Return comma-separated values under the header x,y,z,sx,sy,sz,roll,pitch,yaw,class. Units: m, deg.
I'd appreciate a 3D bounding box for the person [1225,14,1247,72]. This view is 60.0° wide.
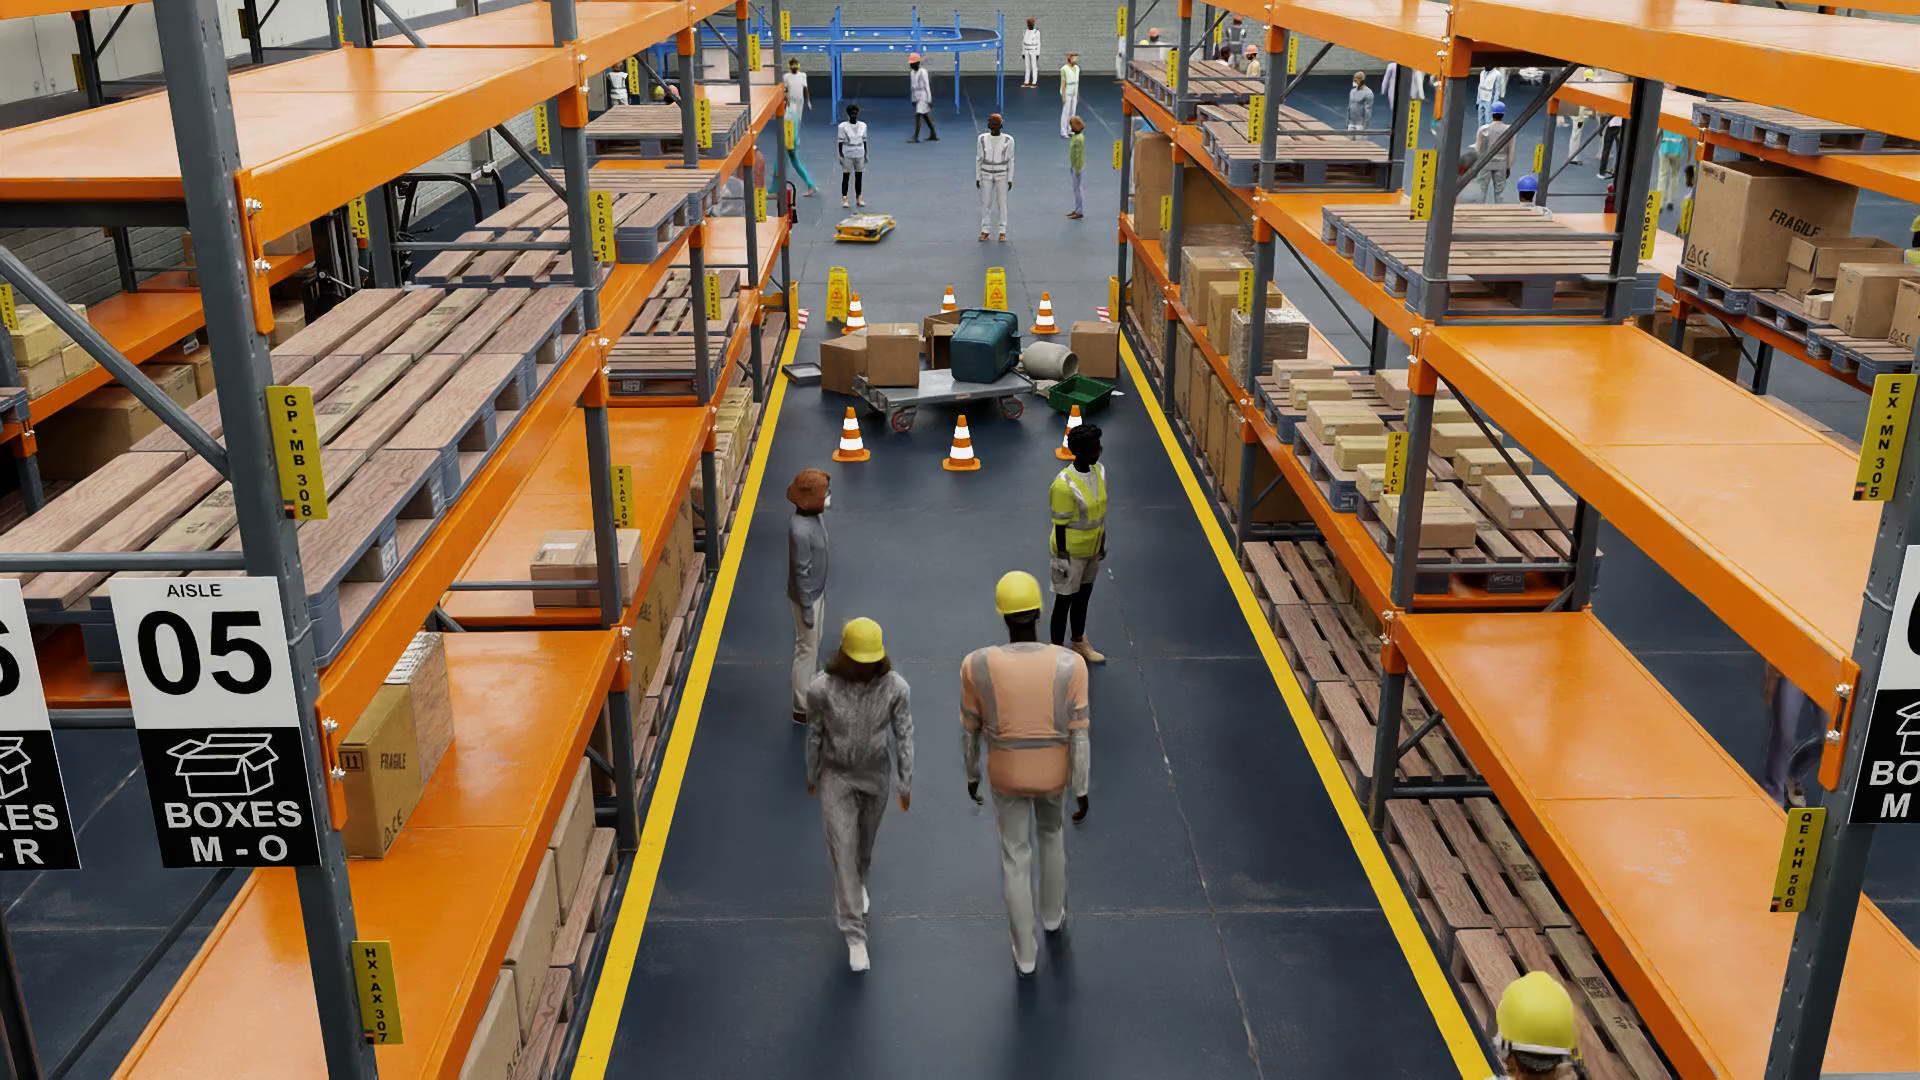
x,y,z,sx,sy,sz,roll,pitch,yaw,class
7.736,-13.768,46.794,0.603,2.003,0.927,4,21,10,person

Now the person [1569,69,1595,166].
x,y,z,sx,sy,sz,roll,pitch,yaw,class
12.103,-8.231,32.407,0.404,1.828,0.592,7,22,18,person

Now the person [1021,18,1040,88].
x,y,z,sx,sy,sz,roll,pitch,yaw,class
1.991,-13.690,46.759,0.575,1.883,0.362,16,26,37,person

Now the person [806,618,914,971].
x,y,z,sx,sy,sz,roll,pitch,yaw,class
-0.460,1.135,7.823,0.495,1.685,0.898,-5,21,-12,person

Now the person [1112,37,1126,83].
x,y,z,sx,sy,sz,roll,pitch,yaw,class
4.678,-14.126,47.919,0.460,1.877,0.595,15,25,35,person

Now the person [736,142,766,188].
x,y,z,sx,sy,sz,roll,pitch,yaw,class
-2.896,-4.696,22.971,0.404,1.899,0.634,-8,22,-21,person

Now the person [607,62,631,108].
x,y,z,sx,sy,sz,roll,pitch,yaw,class
-7.487,-9.703,36.560,0.524,1.639,0.306,1,21,2,person

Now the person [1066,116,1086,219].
x,y,z,sx,sy,sz,roll,pitch,yaw,class
1.877,-5.994,26.780,0.279,1.628,0.505,-2,21,-4,person

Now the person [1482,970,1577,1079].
x,y,z,sx,sy,sz,roll,pitch,yaw,class
1.697,2.131,5.092,0.612,1.779,0.950,1,21,4,person

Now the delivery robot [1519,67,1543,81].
x,y,z,sx,sy,sz,roll,pitch,yaw,class
16.317,-13.328,47.518,0.477,0.478,0.707,-8,22,-21,delivery robot

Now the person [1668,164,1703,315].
x,y,z,sx,sy,sz,roll,pitch,yaw,class
8.897,-3.677,20.353,0.551,1.834,0.722,-13,24,-31,person

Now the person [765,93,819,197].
x,y,z,sx,sy,sz,roll,pitch,yaw,class
-2.937,-6.814,28.725,0.988,1.798,0.495,3,21,7,person

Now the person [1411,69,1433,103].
x,y,z,sx,sy,sz,roll,pitch,yaw,class
11.951,-12.083,42.921,0.509,1.583,0.881,-9,22,-22,person

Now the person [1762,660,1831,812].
x,y,z,sx,sy,sz,roll,pitch,yaw,class
4.517,0.731,8.824,0.539,1.758,0.382,0,21,1,person

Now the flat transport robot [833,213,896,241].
x,y,z,sx,sy,sz,roll,pitch,yaw,class
-1.453,-4.814,25.538,0.652,0.197,1.431,4,21,10,flat transport robot

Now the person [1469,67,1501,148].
x,y,z,sx,sy,sz,roll,pitch,yaw,class
10.981,-9.114,34.618,0.374,1.915,0.596,-8,22,-20,person

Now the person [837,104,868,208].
x,y,z,sx,sy,sz,roll,pitch,yaw,class
-1.786,-6.420,27.799,0.540,1.697,0.317,-9,23,-23,person

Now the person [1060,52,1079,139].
x,y,z,sx,sy,sz,roll,pitch,yaw,class
2.383,-9.702,36.282,0.386,1.839,0.572,17,26,37,person

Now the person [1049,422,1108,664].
x,y,z,sx,sy,sz,roll,pitch,yaw,class
0.761,0.053,10.698,0.319,1.693,0.535,15,25,34,person

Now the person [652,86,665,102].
x,y,z,sx,sy,sz,roll,pitch,yaw,class
-5.519,-7.447,30.505,0.440,1.710,0.549,-6,22,-16,person

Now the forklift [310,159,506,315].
x,y,z,sx,sy,sz,roll,pitch,yaw,class
-5.622,-2.910,17.832,2.313,2.155,1.214,-1,21,-1,forklift

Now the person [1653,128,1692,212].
x,y,z,sx,sy,sz,roll,pitch,yaw,class
11.769,-6.379,27.543,0.585,1.808,0.864,6,22,16,person

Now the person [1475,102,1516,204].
x,y,z,sx,sy,sz,roll,pitch,yaw,class
8.293,-5.818,25.883,0.601,1.938,0.420,3,21,7,person

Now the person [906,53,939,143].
x,y,z,sx,sy,sz,roll,pitch,yaw,class
-0.798,-9.473,35.650,0.847,1.880,0.564,-11,23,-27,person

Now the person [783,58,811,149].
x,y,z,sx,sy,sz,roll,pitch,yaw,class
-3.435,-9.211,35.010,0.539,1.831,0.964,-6,22,-16,person

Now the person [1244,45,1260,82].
x,y,z,sx,sy,sz,roll,pitch,yaw,class
6.450,-9.983,36.906,0.383,1.929,0.539,1,21,2,person

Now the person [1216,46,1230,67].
x,y,z,sx,sy,sz,roll,pitch,yaw,class
5.757,-9.932,36.797,0.403,1.908,0.600,-6,22,-16,person

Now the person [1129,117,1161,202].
x,y,z,sx,sy,sz,roll,pitch,yaw,class
3.122,-6.688,28.329,0.618,1.836,0.430,-7,22,-19,person

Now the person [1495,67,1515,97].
x,y,z,sx,sy,sz,roll,pitch,yaw,class
14.630,-12.788,44.631,0.501,1.689,0.892,2,21,6,person

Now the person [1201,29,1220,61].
x,y,z,sx,sy,sz,roll,pitch,yaw,class
6.576,-12.652,43.796,0.536,2.000,0.688,-2,21,-6,person

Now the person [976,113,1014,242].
x,y,z,sx,sy,sz,roll,pitch,yaw,class
0.516,-5.422,24.905,0.575,1.882,0.355,4,21,11,person

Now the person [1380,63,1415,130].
x,y,z,sx,sy,sz,roll,pitch,yaw,class
9.699,-9.958,36.935,0.640,1.855,0.999,-4,21,-11,person

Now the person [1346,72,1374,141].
x,y,z,sx,sy,sz,roll,pitch,yaw,class
7.379,-7.683,30.822,0.379,1.931,0.635,-9,22,-22,person

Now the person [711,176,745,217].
x,y,z,sx,sy,sz,roll,pitch,yaw,class
-2.983,-4.023,21.357,0.696,1.781,0.604,10,23,25,person

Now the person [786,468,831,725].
x,y,z,sx,sy,sz,roll,pitch,yaw,class
-0.896,0.339,10.039,0.291,1.625,0.506,2,21,5,person

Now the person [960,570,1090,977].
x,y,z,sx,sy,sz,roll,pitch,yaw,class
0.301,1.061,7.766,0.592,1.882,0.724,0,21,0,person
